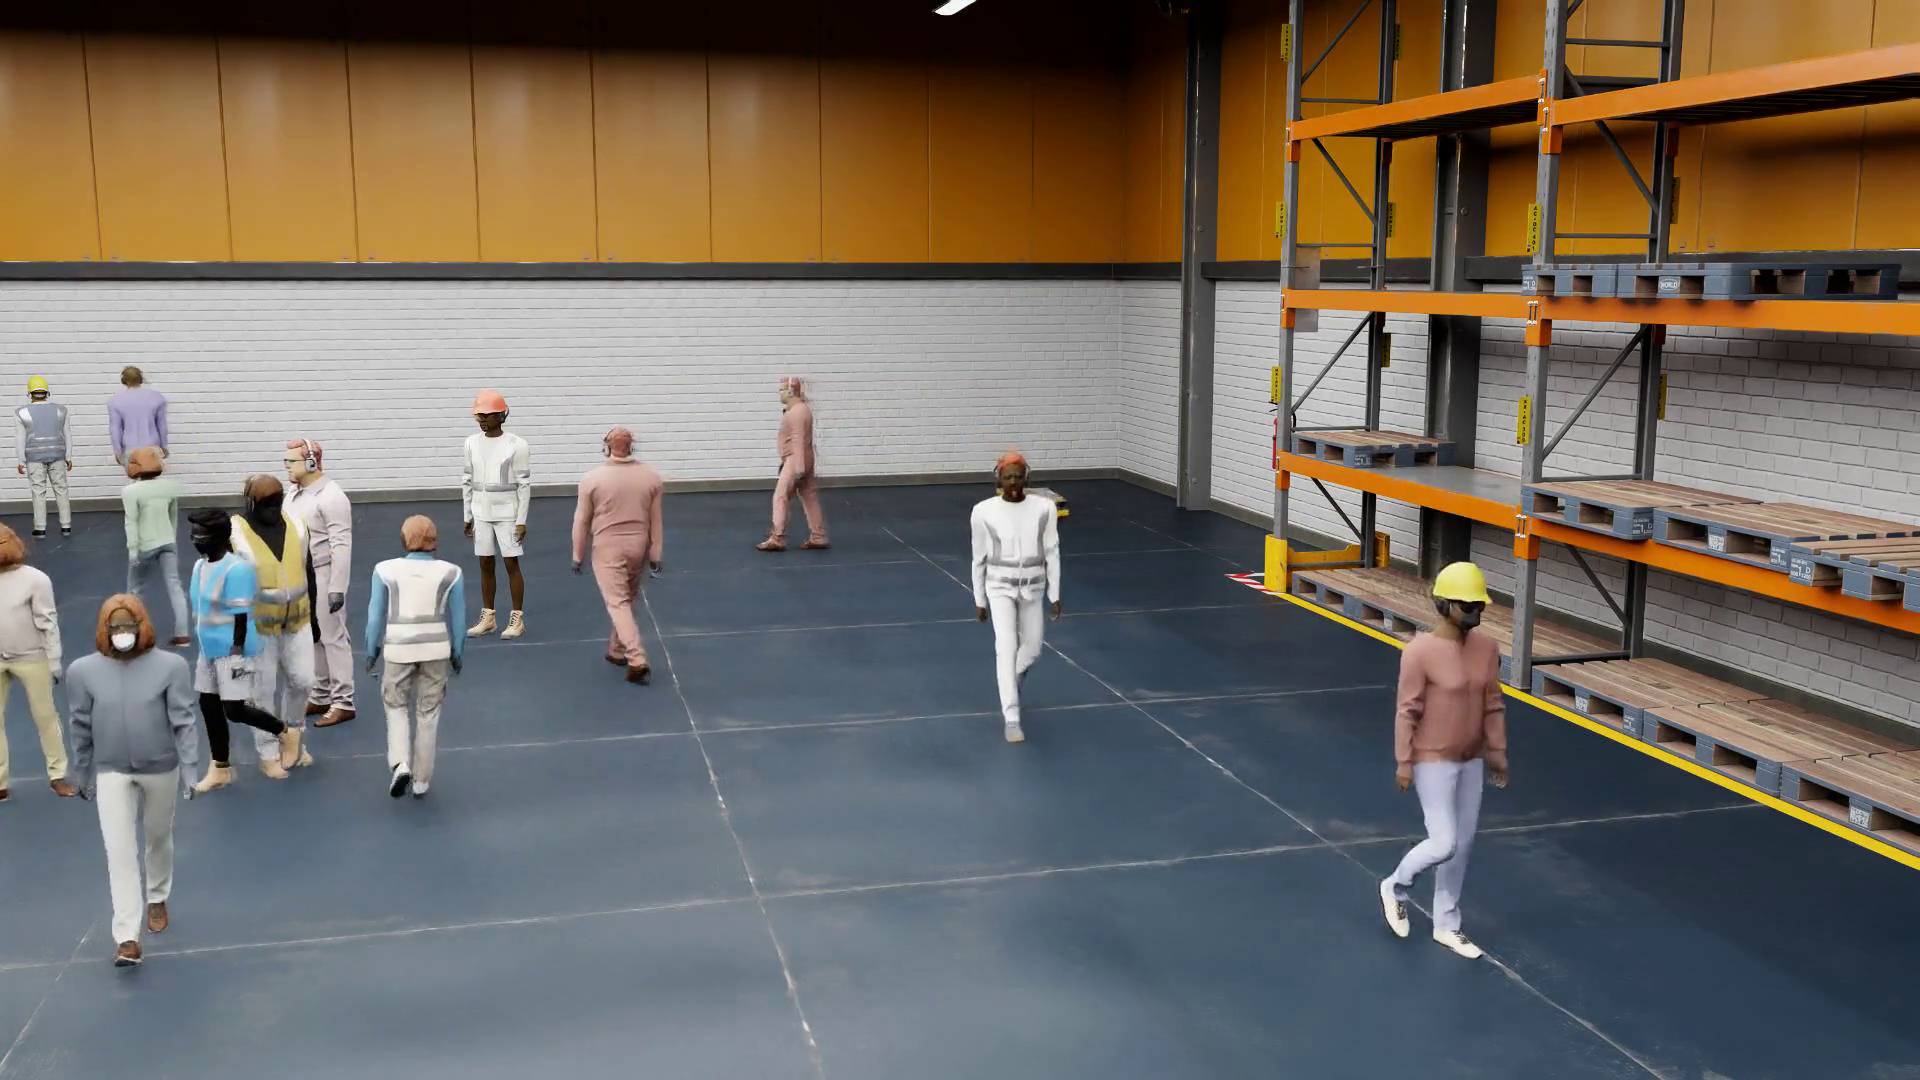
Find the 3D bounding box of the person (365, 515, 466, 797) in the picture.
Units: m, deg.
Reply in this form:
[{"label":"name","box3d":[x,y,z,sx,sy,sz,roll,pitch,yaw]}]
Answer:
[{"label":"person","box3d":[-3.078,0.668,9.436,0.552,1.617,0.441,-3,10,-19]}]

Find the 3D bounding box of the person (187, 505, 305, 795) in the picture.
[{"label":"person","box3d":[-4.166,0.616,9.582,0.541,1.679,0.552,7,11,36]}]

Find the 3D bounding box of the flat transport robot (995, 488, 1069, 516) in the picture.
[{"label":"flat transport robot","box3d":[0.882,-0.485,20.858,0.652,0.197,1.431,-2,9,-10]}]

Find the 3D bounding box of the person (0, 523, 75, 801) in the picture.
[{"label":"person","box3d":[-5.319,0.690,9.357,0.551,1.608,0.423,0,9,0]}]

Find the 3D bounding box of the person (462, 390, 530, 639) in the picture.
[{"label":"person","box3d":[-3.799,-0.205,13.591,0.608,2.044,0.370,3,10,17]}]

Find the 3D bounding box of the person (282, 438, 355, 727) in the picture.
[{"label":"person","box3d":[-4.282,0.278,11.006,0.644,1.907,0.399,8,12,41]}]

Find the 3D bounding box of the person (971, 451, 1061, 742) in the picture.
[{"label":"person","box3d":[0.350,0.330,10.840,0.578,1.858,0.751,-2,9,-10]}]

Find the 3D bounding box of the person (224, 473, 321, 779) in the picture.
[{"label":"person","box3d":[-4.079,0.503,9.845,0.429,1.836,0.643,7,12,38]}]

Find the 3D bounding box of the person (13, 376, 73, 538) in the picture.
[{"label":"person","box3d":[-10.361,-0.938,18.820,0.587,1.833,0.404,-9,12,-43]}]

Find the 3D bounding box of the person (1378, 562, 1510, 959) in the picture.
[{"label":"person","box3d":[2.139,0.955,7.263,0.524,1.752,0.398,-5,10,-29]}]

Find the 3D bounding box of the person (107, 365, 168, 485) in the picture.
[{"label":"person","box3d":[-9.599,-1.088,19.482,0.634,1.922,0.755,-6,11,-33]}]

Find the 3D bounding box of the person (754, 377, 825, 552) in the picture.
[{"label":"person","box3d":[-1.857,-0.806,17.879,0.862,1.876,0.652,1,9,5]}]

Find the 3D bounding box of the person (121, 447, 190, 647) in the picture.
[{"label":"person","box3d":[-6.535,0.058,13.346,0.825,1.596,0.522,5,10,28]}]

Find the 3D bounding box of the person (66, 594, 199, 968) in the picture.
[{"label":"person","box3d":[-3.596,1.027,7.264,0.510,1.586,0.852,-4,10,-22]}]

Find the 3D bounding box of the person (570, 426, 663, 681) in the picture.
[{"label":"person","box3d":[-2.518,0.092,12.329,0.653,1.867,0.971,-7,11,-36]}]
